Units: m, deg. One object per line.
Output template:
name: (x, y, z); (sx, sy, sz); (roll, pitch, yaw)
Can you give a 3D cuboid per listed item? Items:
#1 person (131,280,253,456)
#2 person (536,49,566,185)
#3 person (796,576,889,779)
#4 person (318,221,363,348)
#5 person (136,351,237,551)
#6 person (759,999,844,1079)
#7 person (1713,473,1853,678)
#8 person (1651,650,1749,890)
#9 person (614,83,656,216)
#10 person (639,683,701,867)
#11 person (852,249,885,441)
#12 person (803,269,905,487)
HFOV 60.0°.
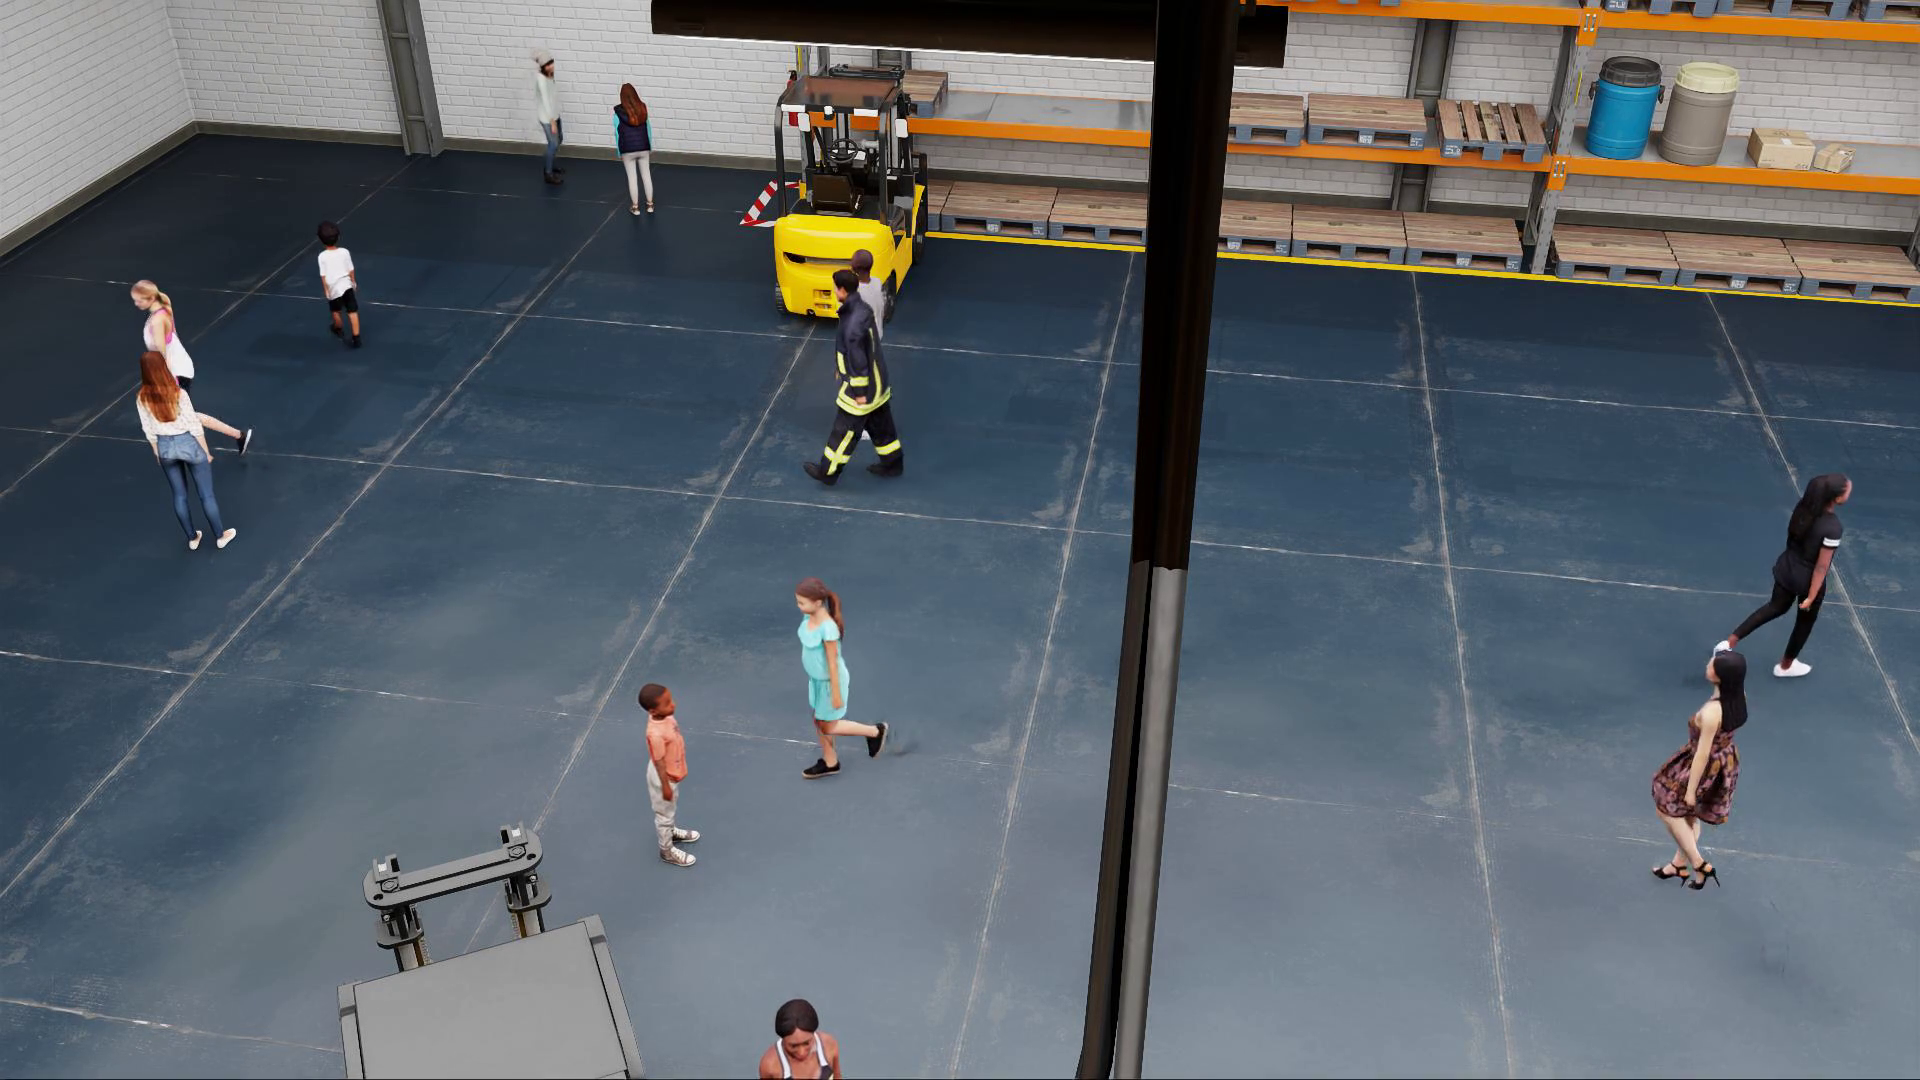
person: (-6.504, -1.387, 13.994); (1.067, 1.755, 0.892); (-5, 34, -8)
person: (-4.849, -4.961, 19.498); (0.668, 1.614, 0.717); (-9, 35, -13)
person: (-0.792, 0.886, 10.769); (0.939, 1.540, 0.826); (-15, 37, -21)
person: (-5.962, -2.437, 16.037); (0.735, 1.242, 0.804); (-23, 40, -30)
person: (-6.085, -0.696, 12.979); (0.520, 1.728, 0.682); (-2, 34, -3)
person: (-0.734, 2.752, 7.769); (0.600, 1.753, 0.699); (-13, 36, -19)
person: (5.746, 0.280, 11.534); (1.104, 1.703, 0.880); (-7, 34, -11)
person: (4.429, 1.426, 9.756); (0.856, 1.761, 0.922); (-23, 40, -31)
person: (-3.673, -4.425, 18.794); (0.666, 1.501, 0.741); (-13, 36, -18)
person: (-1.811, 1.410, 10.188); (0.505, 1.310, 0.515); (1, 34, 2)
person: (-0.818, -1.708, 14.461); (0.658, 1.772, 0.683); (18, 38, 25)
person: (-0.715, -1.330, 13.803); (1.105, 1.870, 0.864); (1, 34, 1)
